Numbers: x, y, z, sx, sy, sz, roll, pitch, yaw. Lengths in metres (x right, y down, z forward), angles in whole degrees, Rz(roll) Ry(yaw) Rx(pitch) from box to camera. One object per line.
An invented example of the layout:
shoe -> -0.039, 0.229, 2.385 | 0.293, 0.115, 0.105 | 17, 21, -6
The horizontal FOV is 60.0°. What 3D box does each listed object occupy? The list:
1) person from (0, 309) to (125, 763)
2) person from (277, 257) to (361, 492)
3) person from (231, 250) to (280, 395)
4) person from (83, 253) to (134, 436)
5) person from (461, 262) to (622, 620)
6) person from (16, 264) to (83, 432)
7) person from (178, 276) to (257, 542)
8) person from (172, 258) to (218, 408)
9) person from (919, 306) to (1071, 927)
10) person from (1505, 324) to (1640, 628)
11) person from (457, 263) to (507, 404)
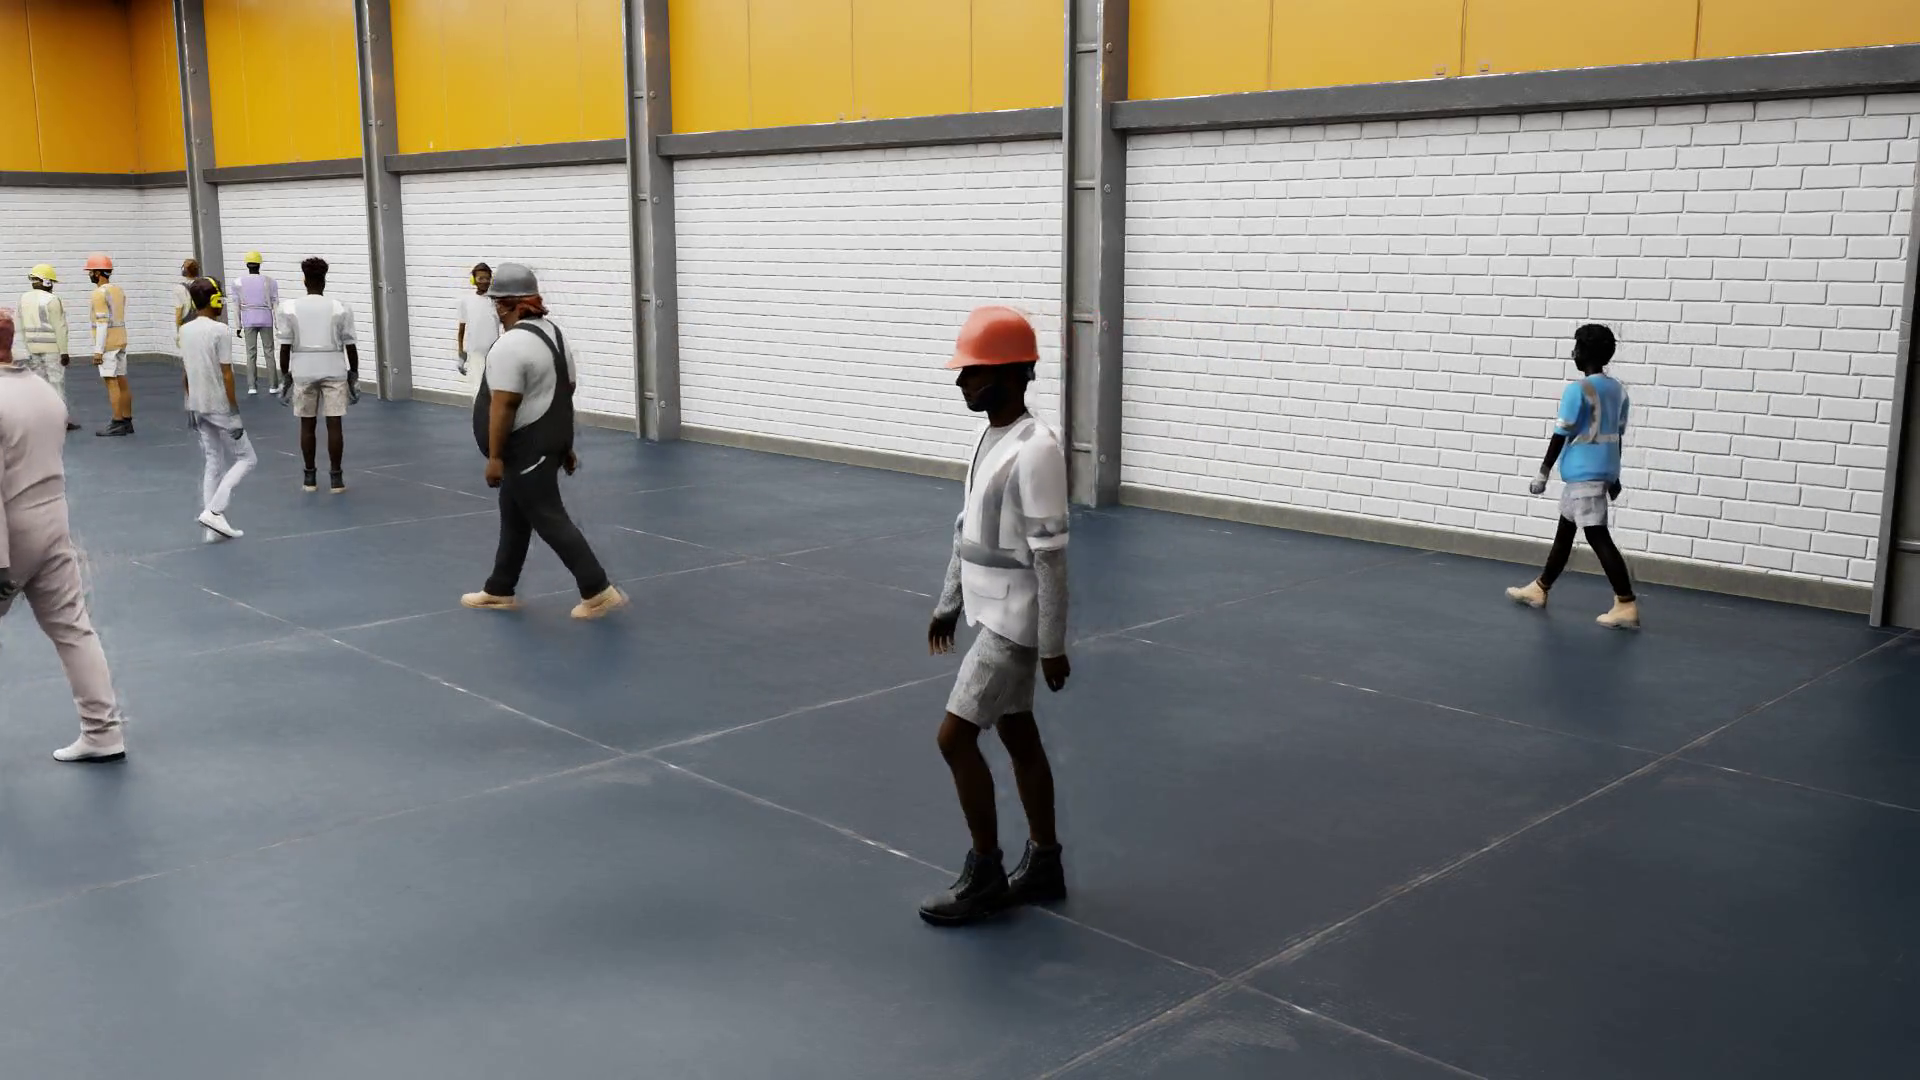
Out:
person -> -3.860, 0.000, 6.646 | 0.998, 1.850, 0.665 | 1, 10, 5
person -> -5.348, -1.372, 13.910 | 0.643, 1.949, 0.654 | -3, 11, -16
person -> -9.426, -2.910, 22.324 | 0.588, 1.927, 0.369 | -3, 11, -17
person -> -9.081, -2.071, 17.715 | 0.360, 1.939, 0.543 | -1, 10, -4
person -> -2.345, -0.569, 9.246 | 0.999, 2.000, 0.678 | 1, 10, 8
person -> -9.878, -2.070, 18.030 | 0.586, 1.823, 0.403 | 4, 11, 21
person -> -5.158, -0.901, 11.576 | 0.548, 1.852, 0.388 | 5, 12, 27
person -> -9.445, -2.550, 20.581 | 0.506, 1.847, 0.350 | -8, 13, -39
person -> 0.062, 0.241, 5.173 | 0.665, 1.914, 0.554 | -2, 11, -9
person -> 3.455, -0.366, 9.196 | 0.531, 1.649, 0.874 | -10, 14, -43
person -> -4.713, -1.822, 16.593 | 0.554, 1.848, 0.642 | -5, 12, -27
